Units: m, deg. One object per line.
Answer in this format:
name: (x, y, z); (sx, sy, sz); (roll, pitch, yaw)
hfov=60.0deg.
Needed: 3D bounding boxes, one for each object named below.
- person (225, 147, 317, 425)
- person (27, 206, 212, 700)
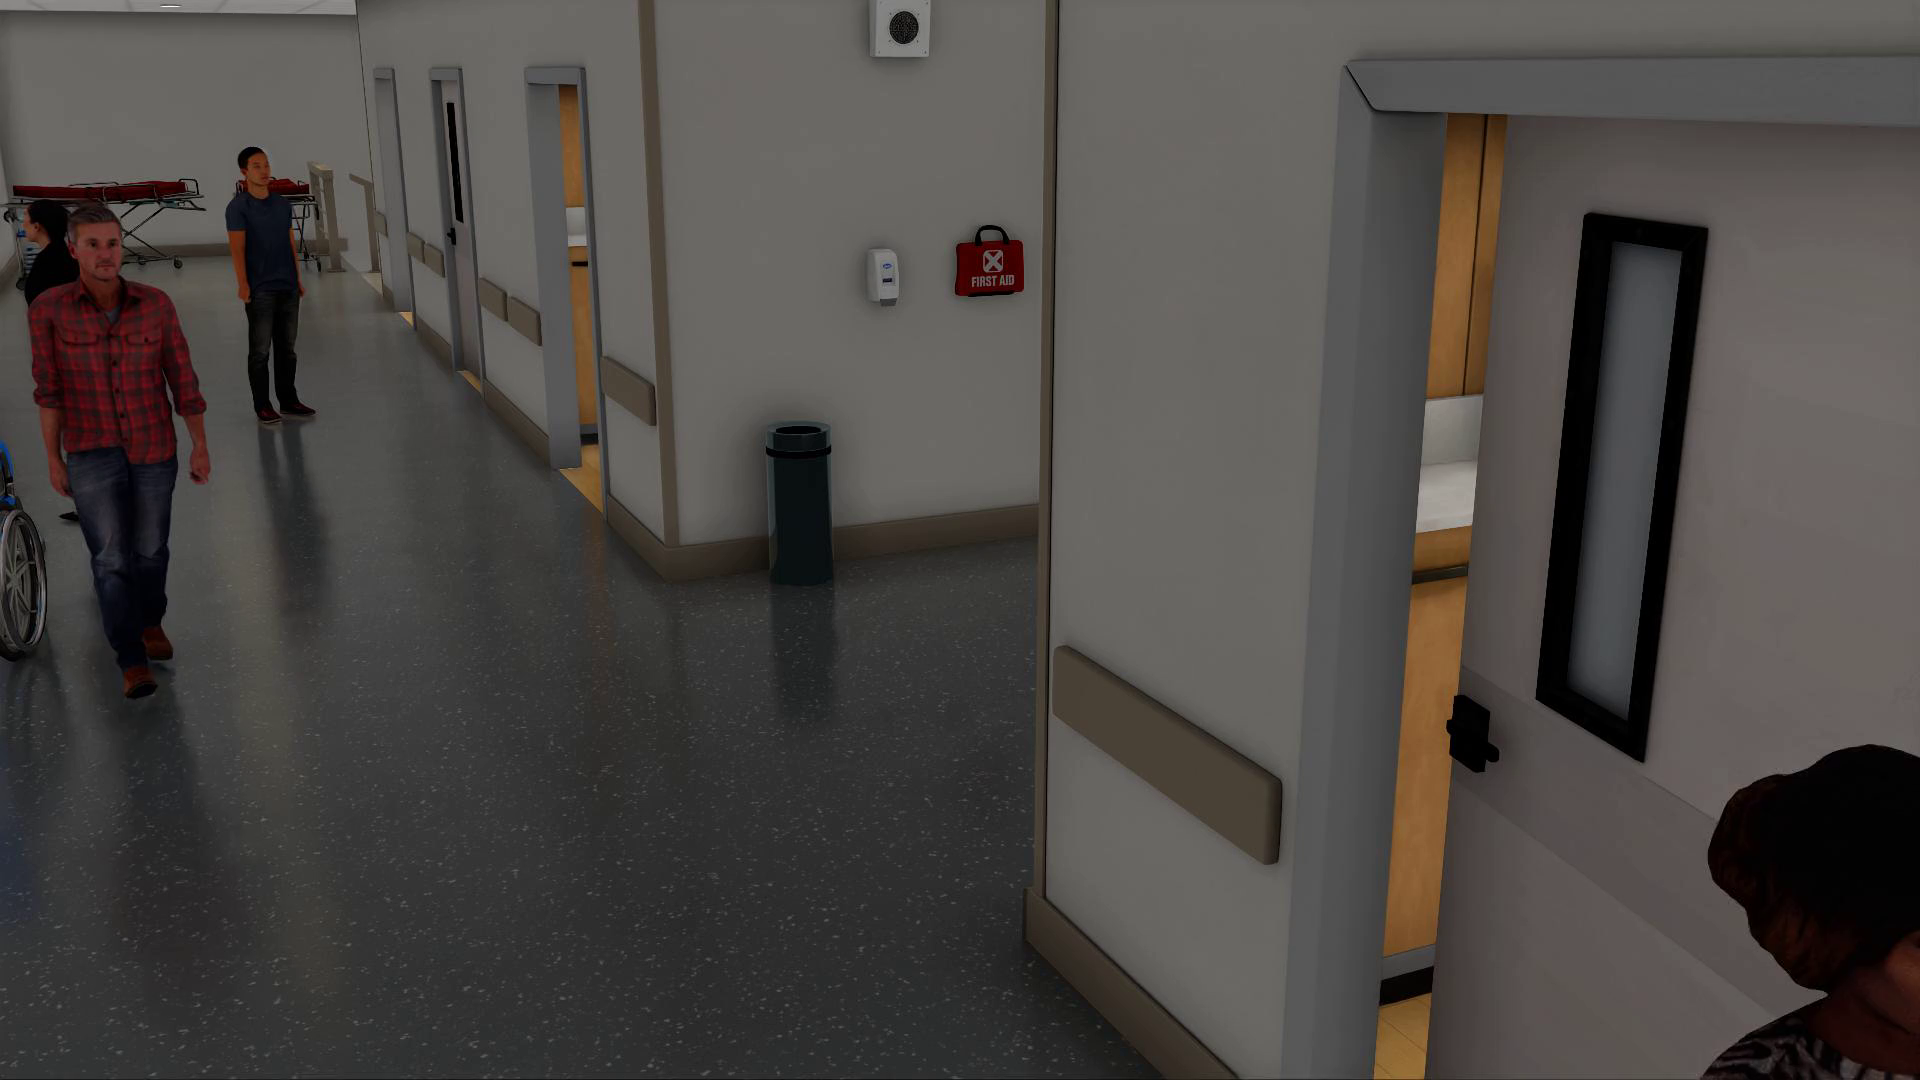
person: (-4.643, -1.711, 11.151); (0.746, 1.810, 0.725); (9, 18, 28)
person: (-3.203, -0.339, 6.329); (0.869, 1.786, 1.209); (-11, 19, -35)
